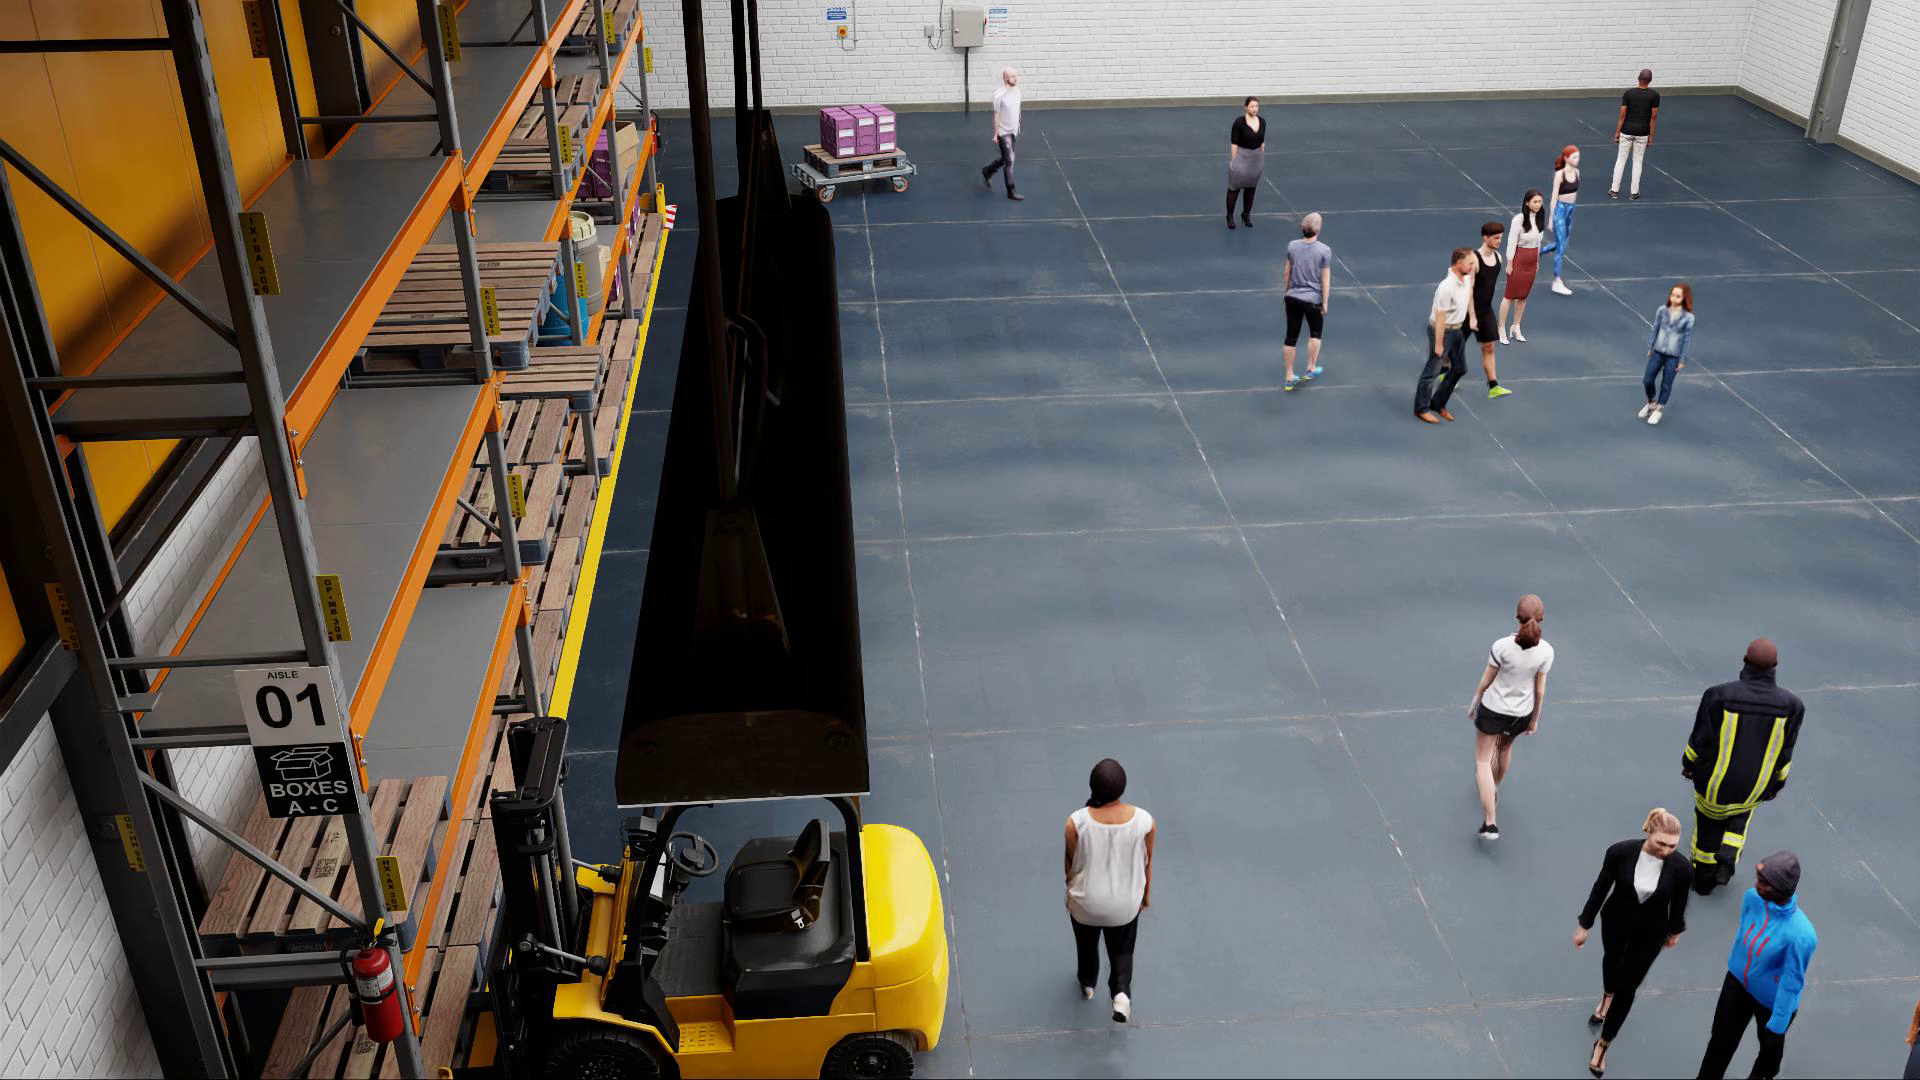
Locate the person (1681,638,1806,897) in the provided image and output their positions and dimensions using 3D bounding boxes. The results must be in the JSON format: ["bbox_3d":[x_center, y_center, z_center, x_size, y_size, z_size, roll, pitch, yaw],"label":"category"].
[{"bbox_3d":[4.789,1.451,10.222,0.858,1.810,0.875,7,29,13],"label":"person"}]

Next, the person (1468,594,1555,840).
[{"bbox_3d":[3.545,1.171,10.822,0.613,1.727,1.003,0,29,0],"label":"person"}]

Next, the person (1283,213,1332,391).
[{"bbox_3d":[3.552,-2.446,17.300,0.933,1.872,1.011,16,32,27],"label":"person"}]

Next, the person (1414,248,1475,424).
[{"bbox_3d":[4.775,-2.079,16.668,0.843,1.834,0.886,-23,36,-35],"label":"person"}]

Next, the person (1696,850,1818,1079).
[{"bbox_3d":[4.235,2.341,8.660,1.001,1.742,1.138,-15,32,-25],"label":"person"}]

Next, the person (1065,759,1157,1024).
[{"bbox_3d":[0.808,2.005,9.352,0.699,1.670,0.884,0,29,1],"label":"person"}]

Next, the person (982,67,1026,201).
[{"bbox_3d":[0.590,-5.735,23.400,1.192,1.805,1.127,22,36,35],"label":"person"}]

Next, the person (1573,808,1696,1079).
[{"bbox_3d":[3.732,2.110,9.165,0.971,1.664,1.066,18,33,29],"label":"person"}]

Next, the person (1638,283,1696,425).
[{"bbox_3d":[7.140,-1.883,16.690,0.647,1.468,0.713,24,37,37],"label":"person"}]

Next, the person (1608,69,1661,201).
[{"bbox_3d":[9.459,-5.695,23.329,0.756,1.804,0.734,9,30,16],"label":"person"}]

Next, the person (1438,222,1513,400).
[{"bbox_3d":[5.258,-2.387,17.225,0.995,1.840,1.265,-14,32,-25],"label":"person"}]

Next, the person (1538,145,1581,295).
[{"bbox_3d":[7.180,-3.879,20.038,0.857,1.767,1.091,-16,33,-27],"label":"person"}]

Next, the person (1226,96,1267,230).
[{"bbox_3d":[3.809,-5.041,22.175,0.720,1.759,0.701,-9,30,-17],"label":"person"}]

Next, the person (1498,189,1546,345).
[{"bbox_3d":[6.266,-3.050,18.535,0.653,1.751,0.614,-11,31,-20],"label":"person"}]
